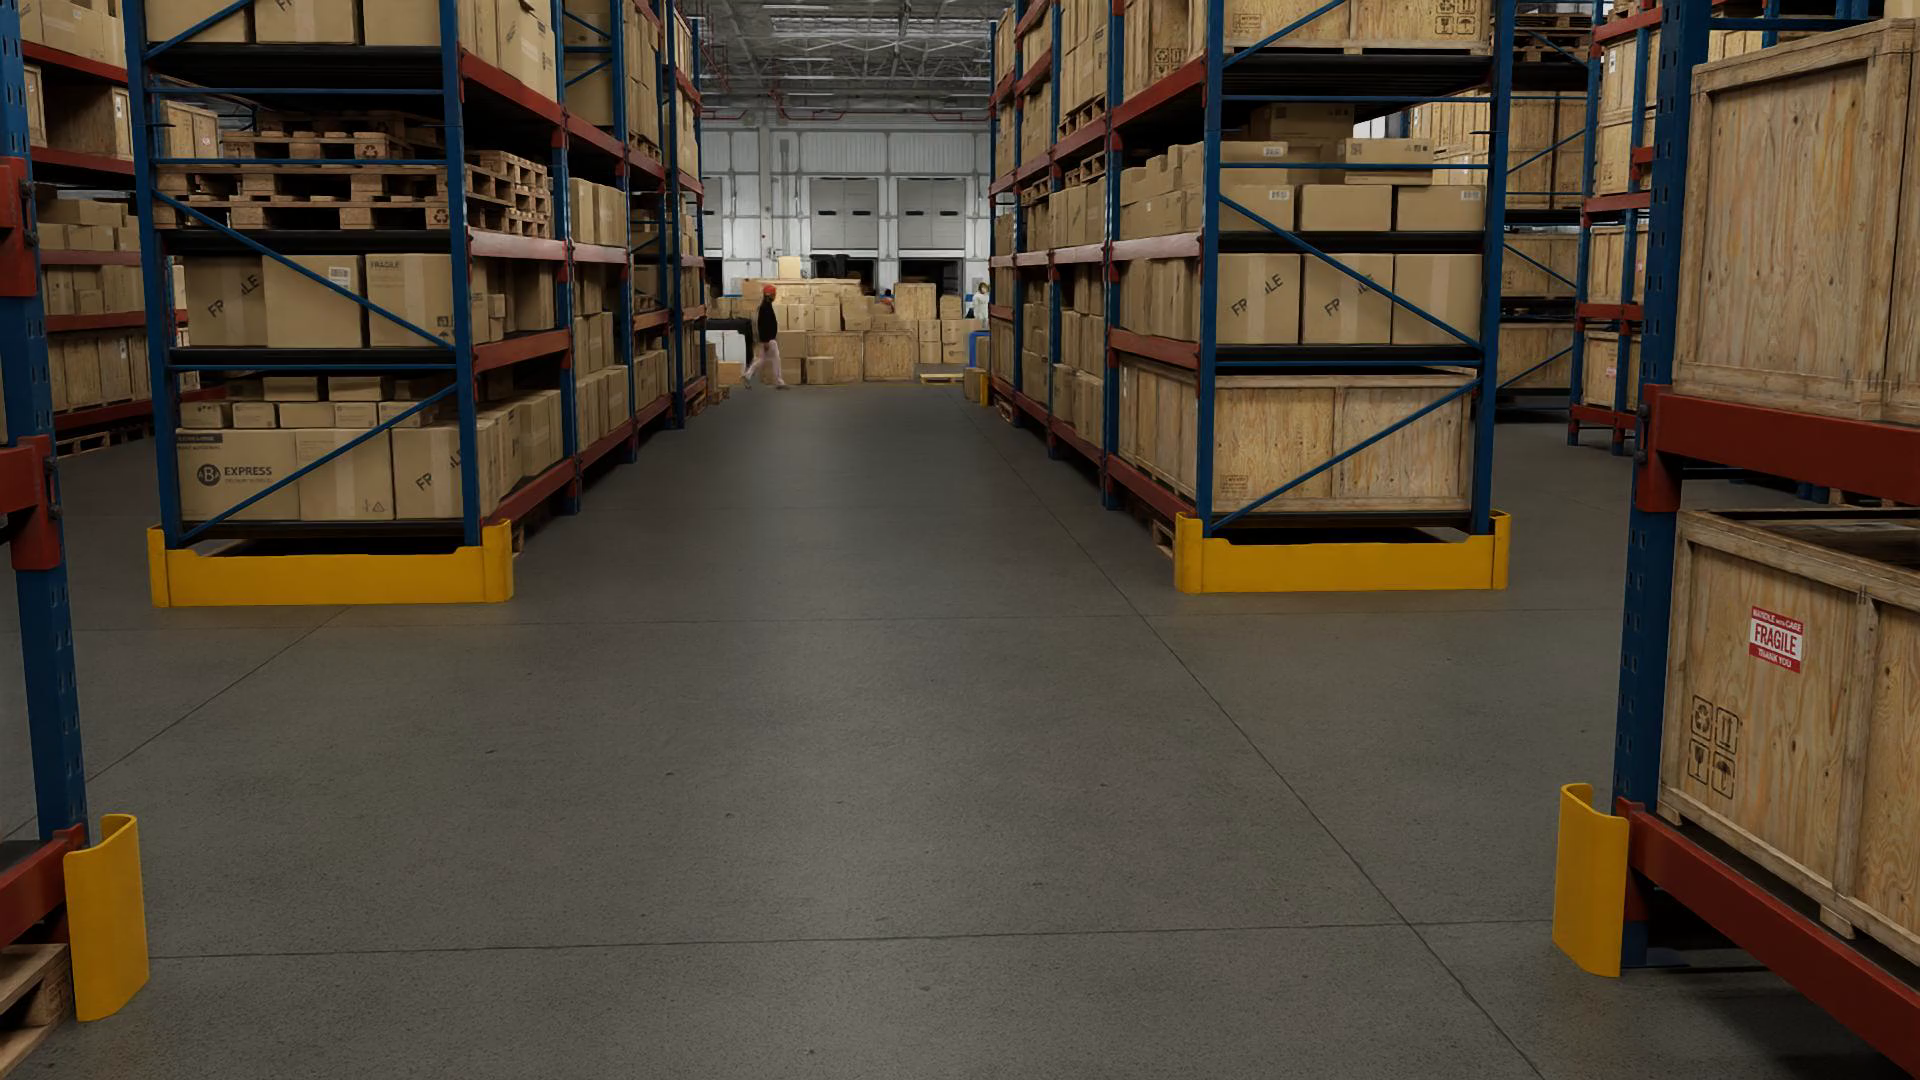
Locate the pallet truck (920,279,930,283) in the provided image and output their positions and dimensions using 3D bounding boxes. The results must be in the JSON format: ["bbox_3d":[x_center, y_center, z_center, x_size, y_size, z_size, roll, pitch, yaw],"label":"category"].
[{"bbox_3d":[-0.932,-8.922,63.114,1.885,1.965,0.823,2,9,13],"label":"pallet truck"}]

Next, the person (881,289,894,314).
[{"bbox_3d":[-2.488,-7.727,56.682,0.868,1.662,0.533,-9,13,-44],"label":"person"}]

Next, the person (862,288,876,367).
[{"bbox_3d":[-2.055,-4.846,38.046,0.429,1.837,0.629,-5,10,-27],"label":"person"}]

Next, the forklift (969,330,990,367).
[{"bbox_3d":[1.191,-4.150,30.388,1.873,2.768,1.129,-5,10,-28],"label":"forklift"}]

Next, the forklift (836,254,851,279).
[{"bbox_3d":[-3.979,-8.299,56.443,1.873,2.768,1.129,0,9,3],"label":"forklift"}]

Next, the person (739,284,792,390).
[{"bbox_3d":[-3.584,-3.720,30.544,0.899,1.970,0.608,-3,9,-16],"label":"person"}]

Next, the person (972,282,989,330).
[{"bbox_3d":[0.572,-5.875,44.179,0.371,1.936,0.629,7,11,36],"label":"person"}]
